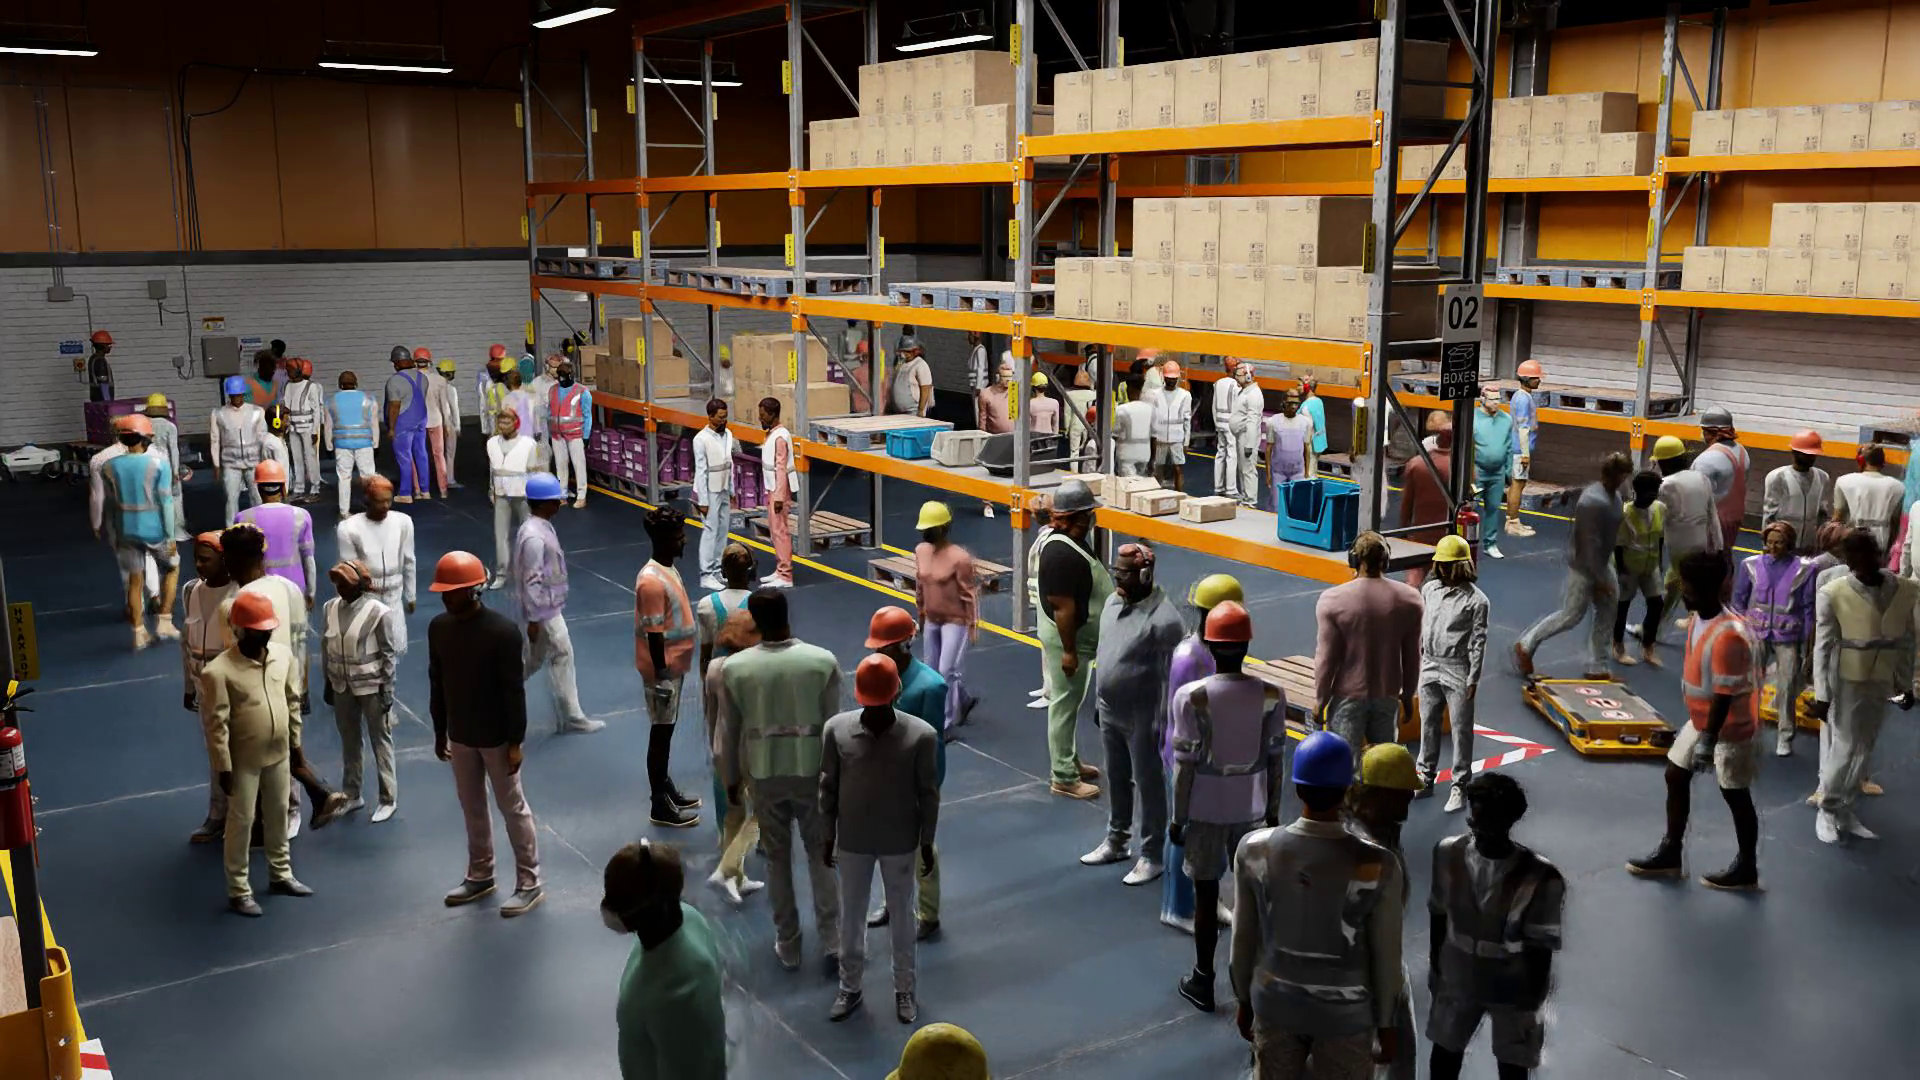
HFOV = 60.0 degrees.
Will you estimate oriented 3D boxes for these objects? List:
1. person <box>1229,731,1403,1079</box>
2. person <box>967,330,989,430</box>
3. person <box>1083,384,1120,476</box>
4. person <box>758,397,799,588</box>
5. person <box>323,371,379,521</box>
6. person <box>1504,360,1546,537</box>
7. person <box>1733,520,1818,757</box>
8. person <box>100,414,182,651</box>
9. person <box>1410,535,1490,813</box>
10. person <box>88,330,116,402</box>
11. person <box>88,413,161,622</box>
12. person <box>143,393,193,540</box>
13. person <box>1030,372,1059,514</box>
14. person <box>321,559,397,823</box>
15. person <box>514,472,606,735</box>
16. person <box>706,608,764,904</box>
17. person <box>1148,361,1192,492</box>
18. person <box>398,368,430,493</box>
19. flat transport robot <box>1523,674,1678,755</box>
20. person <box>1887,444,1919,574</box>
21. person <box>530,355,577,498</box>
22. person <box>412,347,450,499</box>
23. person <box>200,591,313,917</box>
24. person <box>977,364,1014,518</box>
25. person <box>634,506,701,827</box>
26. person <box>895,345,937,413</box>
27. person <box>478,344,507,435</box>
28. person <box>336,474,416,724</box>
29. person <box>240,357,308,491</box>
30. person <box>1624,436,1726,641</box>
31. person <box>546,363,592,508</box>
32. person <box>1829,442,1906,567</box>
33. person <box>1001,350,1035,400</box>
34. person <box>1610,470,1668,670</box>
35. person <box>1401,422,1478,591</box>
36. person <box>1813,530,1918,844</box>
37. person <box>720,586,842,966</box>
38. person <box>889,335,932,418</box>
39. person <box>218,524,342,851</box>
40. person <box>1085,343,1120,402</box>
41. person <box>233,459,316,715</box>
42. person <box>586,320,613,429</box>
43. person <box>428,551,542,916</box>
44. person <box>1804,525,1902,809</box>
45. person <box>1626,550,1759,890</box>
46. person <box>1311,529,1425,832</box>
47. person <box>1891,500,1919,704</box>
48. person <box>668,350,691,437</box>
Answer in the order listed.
[{"bbox_3d":[1.242,1.620,5.832,0.604,1.939,0.415,6,12,27],"label":"person"},{"bbox_3d":[0.279,-2.557,27.364,0.371,1.878,0.588,-1,11,-8],"label":"person"},{"bbox_3d":[1.801,-1.211,21.083,0.513,1.639,0.311,5,12,25],"label":"person"},{"bbox_3d":[-1.828,-0.480,16.666,0.408,1.907,0.598,-3,11,-15],"label":"person"},{"bbox_3d":[-7.413,-1.147,20.293,0.643,1.833,0.431,-3,12,-17],"label":"person"},{"bbox_3d":[6.539,-1.060,19.272,0.375,2.044,0.607,3,11,13],"label":"person"},{"bbox_3d":[5.614,0.667,11.494,0.524,1.631,0.314,8,14,35],"label":"person"},{"bbox_3d":[-6.990,-0.074,14.282,0.617,2.018,0.584,1,11,3],"label":"person"},{"bbox_3d":[3.038,0.825,10.392,0.294,1.744,0.485,-10,15,-41],"label":"person"},{"bbox_3d":[-12.483,-2.040,24.301,0.404,2.037,0.606,-8,13,-35],"label":"person"},{"bbox_3d":[-7.566,-0.192,15.111,0.419,1.929,0.660,8,14,35],"label":"person"},{"bbox_3d":[-9.012,-0.793,18.759,0.496,1.708,0.718,-1,11,-4],"label":"person"},{"bbox_3d":[0.986,-1.200,20.690,0.526,1.772,0.308,-5,12,-26],"label":"person"},{"bbox_3d":[-3.679,0.915,10.199,0.514,1.639,0.310,4,12,18],"label":"person"},{"bbox_3d":[-3.027,0.463,11.792,0.862,1.924,0.610,-2,11,-12],"label":"person"},{"bbox_3d":[-1.190,1.171,8.898,0.539,1.620,0.411,10,15,40],"label":"person"},{"bbox_3d":[2.586,-1.255,20.592,0.541,1.929,0.395,2,11,9],"label":"person"},{"bbox_3d":[-7.321,-1.468,22.160,0.488,1.737,0.323,4,12,20],"label":"person"},{"bbox_3d":[4.609,1.246,12.018,0.652,0.197,1.431,0,11,2],"label":"flat transport robot"},{"bbox_3d":[9.007,-0.239,15.284,0.905,1.955,0.642,10,15,43],"label":"person"},{"bbox_3d":[-5.290,-1.470,21.737,0.409,1.903,0.638,9,14,40],"label":"person"},{"bbox_3d":[-7.016,-1.529,21.844,0.617,1.980,0.407,-3,11,-15],"label":"person"},{"bbox_3d":[-3.727,1.124,8.867,0.359,1.742,0.567,6,12,27],"label":"person"},{"bbox_3d":[0.536,-1.209,20.422,0.642,1.901,0.395,-3,11,-14],"label":"person"},{"bbox_3d":[-1.792,0.758,10.163,0.368,1.966,0.602,-1,11,-4],"label":"person"},{"bbox_3d":[-0.629,-2.017,24.812,0.953,1.786,0.639,-10,15,-41],"label":"person"},{"bbox_3d":[-6.459,-1.785,23.346,0.551,1.902,0.864,-5,12,-23],"label":"person"},{"bbox_3d":[-4.277,0.418,12.193,0.582,1.863,0.540,-10,15,-40],"label":"person"},{"bbox_3d":[-9.360,-1.551,22.343,1.100,1.831,0.599,5,12,22],"label":"person"},{"bbox_3d":[6.134,0.047,14.112,0.651,1.850,0.984,-6,12,-27],"label":"person"},{"bbox_3d":[-4.985,-1.327,21.154,0.622,1.845,0.429,4,12,18],"label":"person"},{"bbox_3d":[7.567,0.091,13.973,0.608,1.807,0.491,2,11,8],"label":"person"},{"bbox_3d":[0.930,-2.370,26.546,0.578,1.814,0.788,-2,11,-9],"label":"person"},{"bbox_3d":[5.539,0.245,13.558,0.557,1.659,0.582,-3,11,-14],"label":"person"},{"bbox_3d":[4.225,-0.097,14.757,0.654,1.880,0.590,7,13,33],"label":"person"},{"bbox_3d":[5.343,0.858,9.908,0.624,1.884,0.374,-2,11,-9],"label":"person"},{"bbox_3d":[-0.881,1.171,8.278,0.614,1.875,0.495,-1,11,-5],"label":"person"},{"bbox_3d":[-0.734,-1.886,23.503,0.536,2.000,0.672,-7,13,-31],"label":"person"},{"bbox_3d":[-4.017,0.869,9.641,0.565,1.944,0.614,2,11,9],"label":"person"},{"bbox_3d":[2.064,-1.995,24.061,0.535,2.000,0.681,-1,11,-7],"label":"person"},{"bbox_3d":[-5.052,0.364,12.299,0.552,1.923,0.390,-7,13,-30],"label":"person"},{"bbox_3d":[-6.118,-2.755,28.108,0.622,1.986,0.407,-4,12,-19],"label":"person"},{"bbox_3d":[-2.563,1.021,8.805,0.634,1.981,0.436,5,12,25],"label":"person"},{"bbox_3d":[5.648,0.781,10.489,0.551,1.816,0.616,6,13,30],"label":"person"},{"bbox_3d":[4.055,0.992,9.070,0.780,1.919,0.615,1,11,4],"label":"person"},{"bbox_3d":[2.319,0.899,9.517,0.635,1.936,0.354,-1,11,-7],"label":"person"},{"bbox_3d":[7.314,0.351,12.445,0.400,1.895,0.654,-5,12,-23],"label":"person"},{"bbox_3d":[-4.534,-2.211,26.323,0.558,1.578,0.873,-2,11,-8],"label":"person"}]
